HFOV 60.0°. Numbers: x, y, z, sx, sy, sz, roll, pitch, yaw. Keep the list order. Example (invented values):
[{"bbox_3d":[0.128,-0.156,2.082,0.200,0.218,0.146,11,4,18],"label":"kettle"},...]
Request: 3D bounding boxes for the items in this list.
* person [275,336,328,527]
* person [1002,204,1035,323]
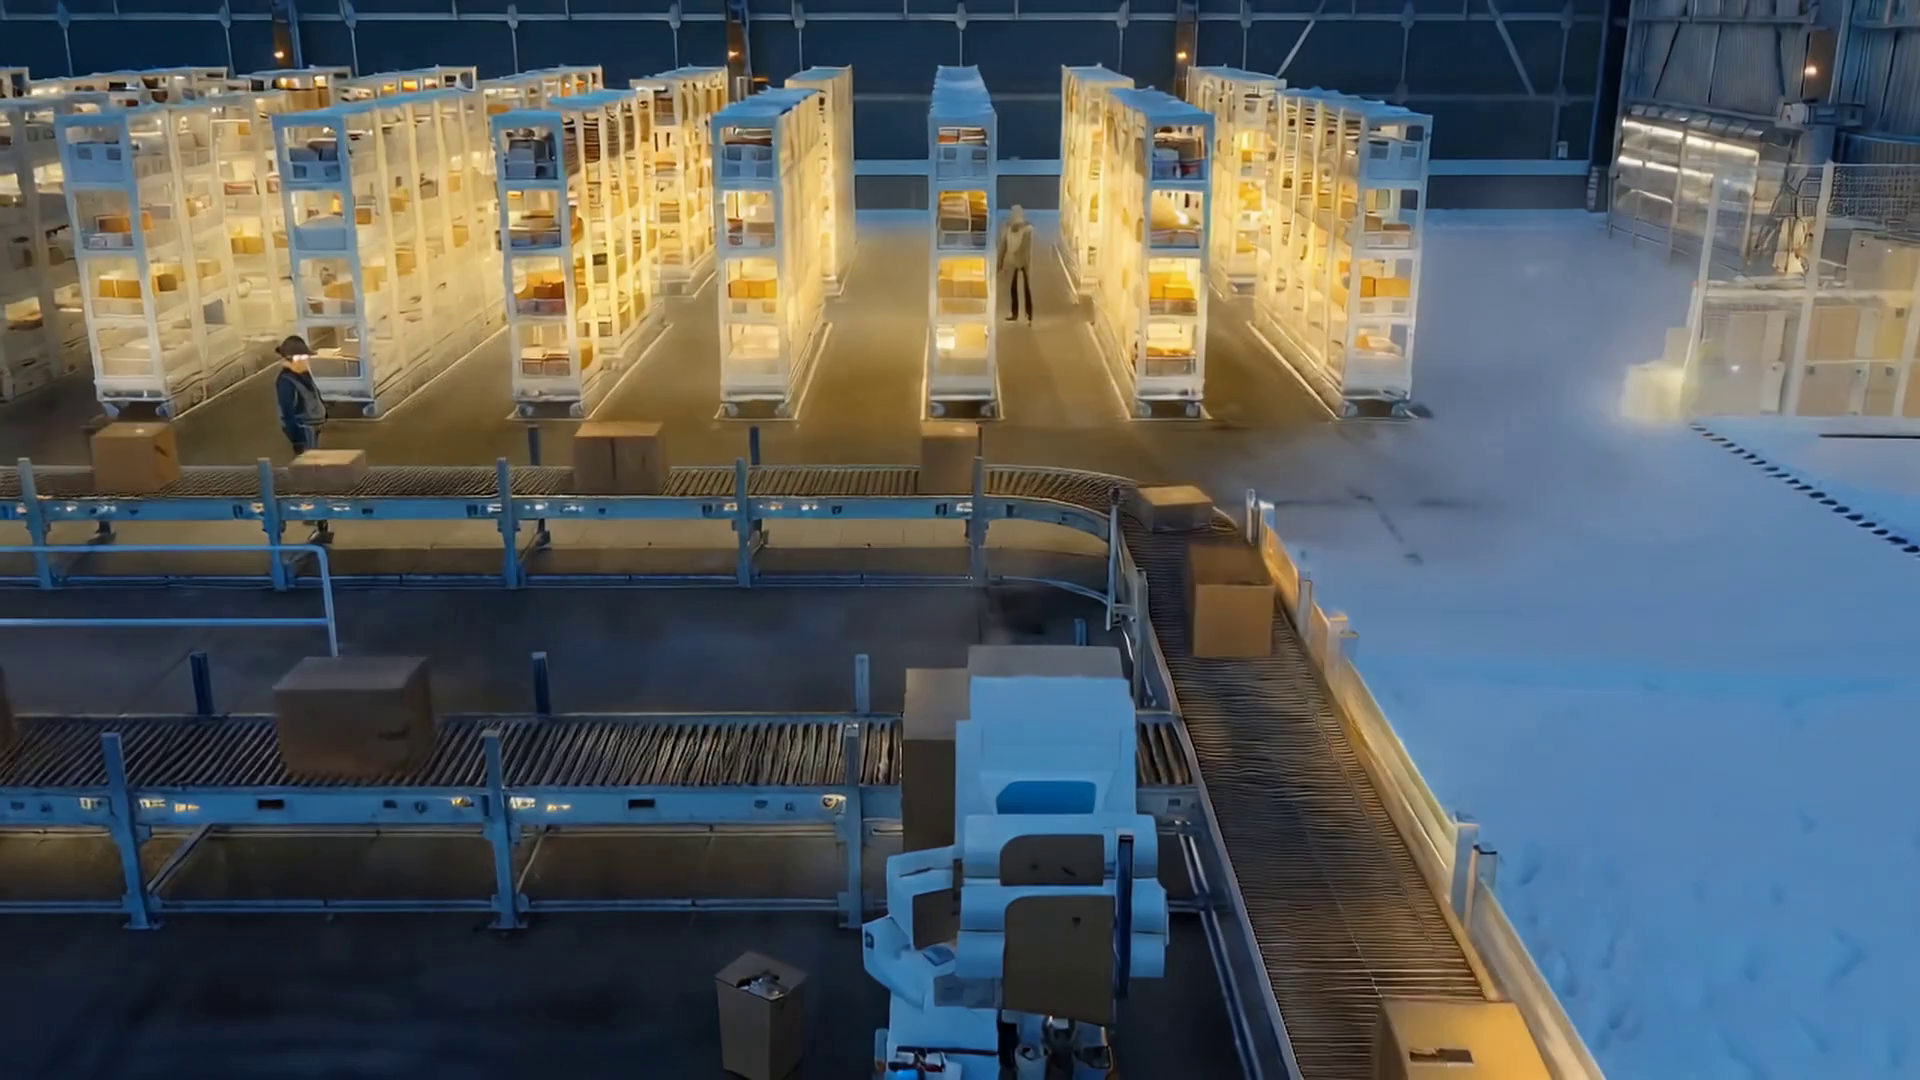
[{"bbox_3d":[-6.262,-1.043,15.886,0.404,1.830,0.603,-2,18,-6],"label":"person"},{"bbox_3d":[0.909,-4.322,25.996,0.569,1.831,0.411,11,21,30],"label":"person"}]
